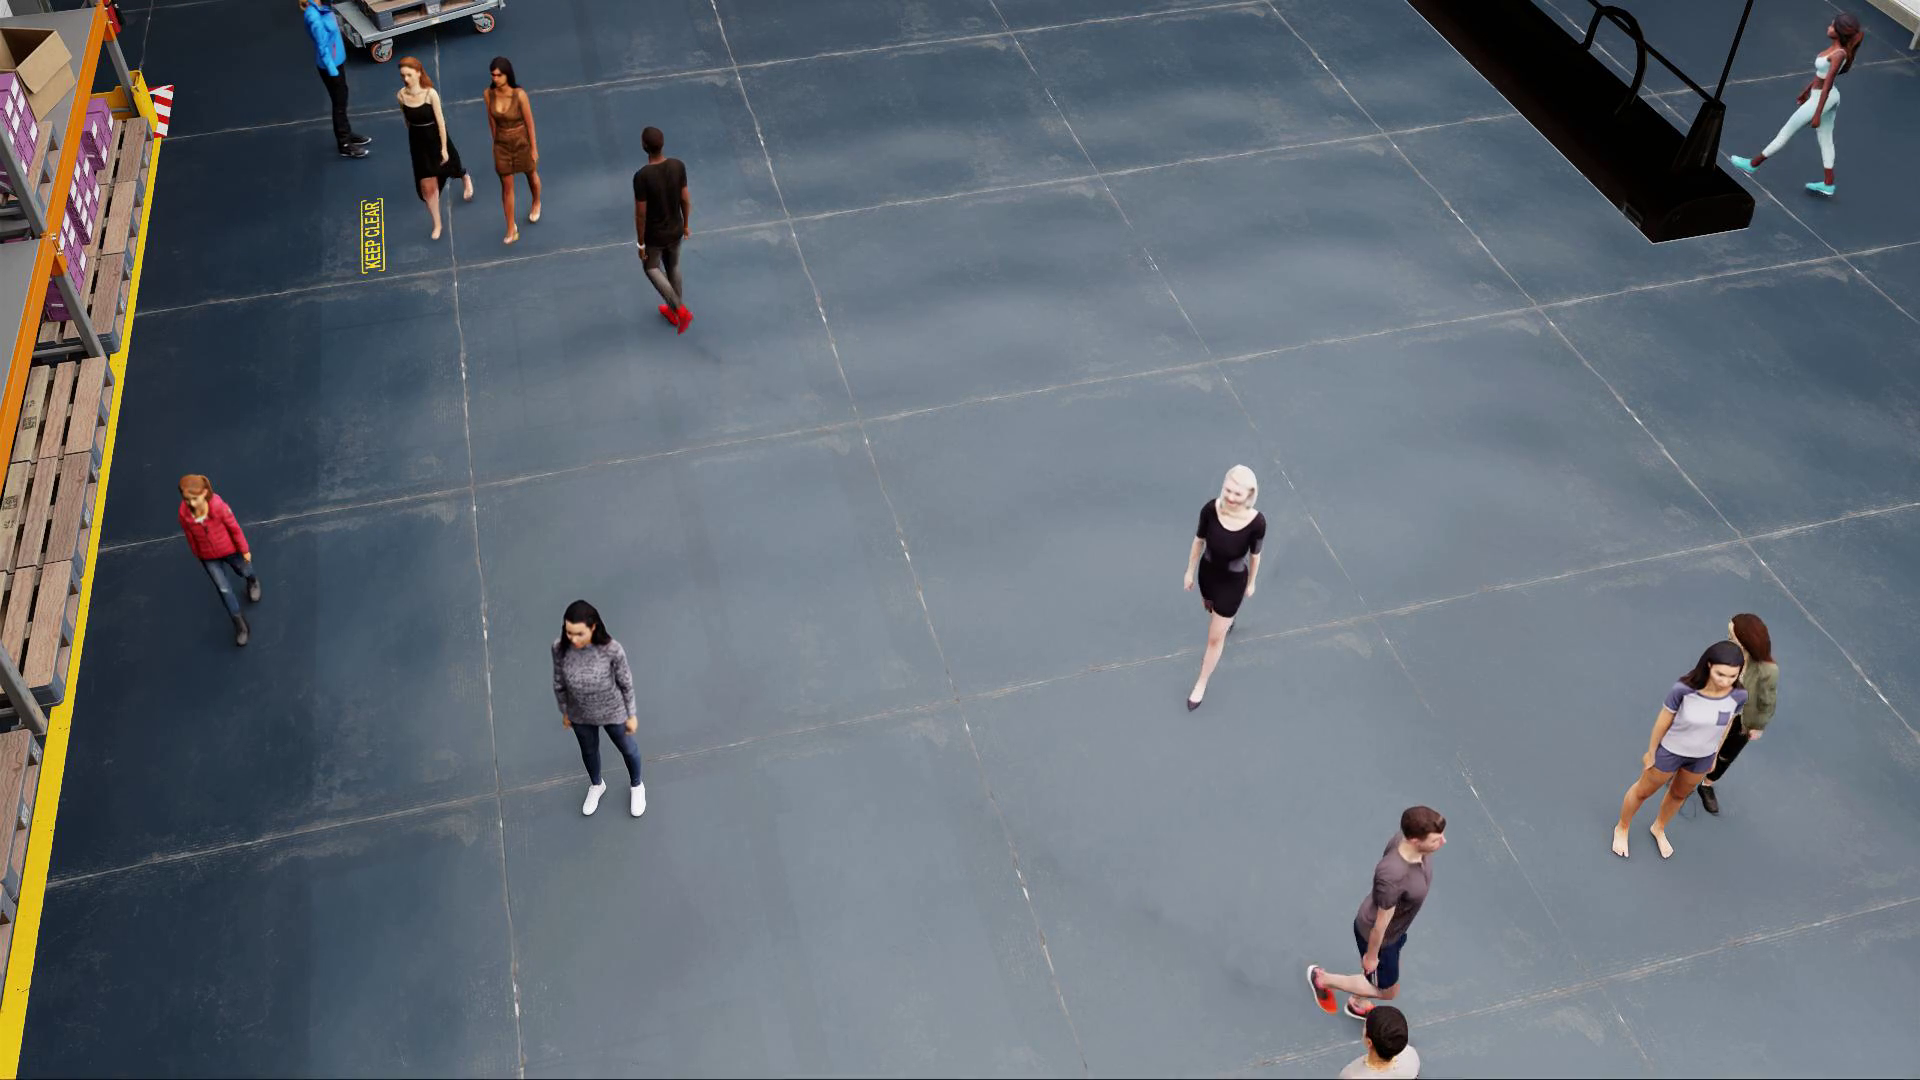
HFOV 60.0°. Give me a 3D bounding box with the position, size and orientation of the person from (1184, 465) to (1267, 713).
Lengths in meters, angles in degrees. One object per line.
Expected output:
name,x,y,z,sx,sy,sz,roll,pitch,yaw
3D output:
person,1.707,0.204,10.653,1.085,1.796,1.186,19,47,19

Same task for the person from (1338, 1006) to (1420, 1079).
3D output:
person,1.967,2.834,7.965,0.733,1.695,0.889,-22,48,-22

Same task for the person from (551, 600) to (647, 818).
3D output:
person,-2.140,0.993,9.871,0.671,1.732,0.628,2,44,2

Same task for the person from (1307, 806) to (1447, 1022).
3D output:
person,2.162,1.986,8.749,0.946,1.841,0.885,23,48,23

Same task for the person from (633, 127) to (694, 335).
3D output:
person,-2.351,-2.449,13.441,0.884,1.790,0.993,-32,52,-29

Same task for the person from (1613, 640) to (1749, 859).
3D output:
person,4.194,1.212,9.639,0.641,1.734,0.611,2,44,2

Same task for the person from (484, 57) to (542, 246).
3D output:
person,-3.883,-3.504,14.641,0.796,1.663,1.001,4,44,4

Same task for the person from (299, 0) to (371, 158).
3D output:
person,-5.881,-4.444,15.533,0.703,1.794,0.511,-5,44,-5

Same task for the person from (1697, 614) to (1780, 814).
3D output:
person,4.670,1.052,10.010,0.625,1.455,0.784,26,49,24

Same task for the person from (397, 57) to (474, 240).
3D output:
person,-4.643,-3.547,14.738,0.755,1.591,1.115,1,44,1

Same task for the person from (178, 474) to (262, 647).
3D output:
person,-4.958,0.039,11.191,0.516,1.291,0.873,-10,45,-10

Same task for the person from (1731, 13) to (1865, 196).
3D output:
person,7.846,-3.891,15.040,1.204,1.672,1.096,25,49,24
